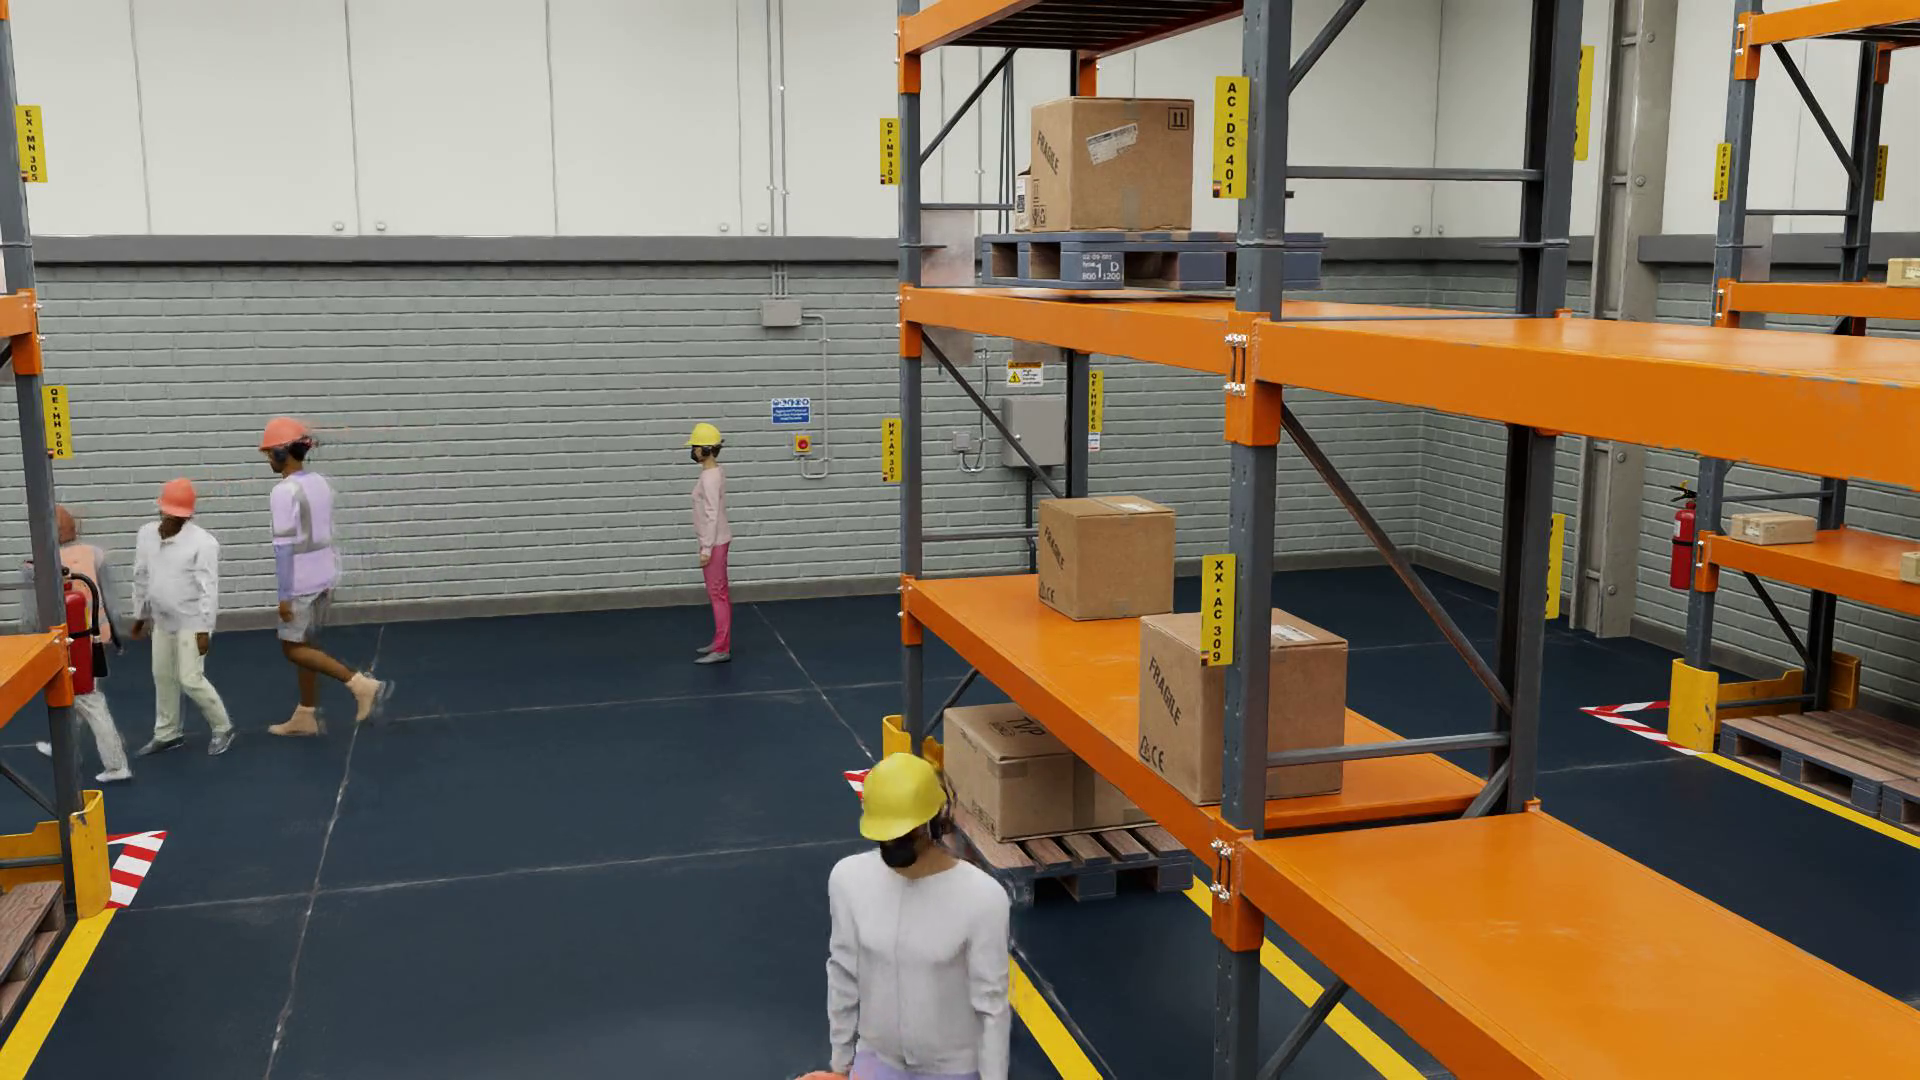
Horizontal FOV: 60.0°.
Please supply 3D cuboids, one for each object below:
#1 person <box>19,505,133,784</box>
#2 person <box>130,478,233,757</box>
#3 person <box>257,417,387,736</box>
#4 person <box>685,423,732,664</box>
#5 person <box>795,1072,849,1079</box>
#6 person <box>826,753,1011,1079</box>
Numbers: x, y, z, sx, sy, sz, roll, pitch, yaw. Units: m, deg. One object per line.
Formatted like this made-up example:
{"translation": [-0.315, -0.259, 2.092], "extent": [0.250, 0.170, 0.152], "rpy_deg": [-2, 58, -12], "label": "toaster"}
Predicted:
{"translation": [-5.081, 0.588, 9.483], "extent": [0.869, 1.582, 0.523], "rpy_deg": [4, 11, 22], "label": "person"}
{"translation": [-4.636, 0.467, 9.869], "extent": [0.610, 1.710, 0.404], "rpy_deg": [4, 11, 23], "label": "person"}
{"translation": [-3.947, 0.251, 10.252], "extent": [0.702, 2.013, 0.617], "rpy_deg": [0, 10, 1], "label": "person"}
{"translation": [-1.836, 0.027, 12.199], "extent": [0.315, 1.769, 0.523], "rpy_deg": [-1, 10, -3], "label": "person"}
{"translation": [-0.183, 1.695, 2.862], "extent": [0.566, 1.713, 0.885], "rpy_deg": [1, 10, 4], "label": "person"}
{"translation": [-0.129, 1.408, 4.406], "extent": [0.521, 1.744, 0.448], "rpy_deg": [3, 10, 16], "label": "person"}
